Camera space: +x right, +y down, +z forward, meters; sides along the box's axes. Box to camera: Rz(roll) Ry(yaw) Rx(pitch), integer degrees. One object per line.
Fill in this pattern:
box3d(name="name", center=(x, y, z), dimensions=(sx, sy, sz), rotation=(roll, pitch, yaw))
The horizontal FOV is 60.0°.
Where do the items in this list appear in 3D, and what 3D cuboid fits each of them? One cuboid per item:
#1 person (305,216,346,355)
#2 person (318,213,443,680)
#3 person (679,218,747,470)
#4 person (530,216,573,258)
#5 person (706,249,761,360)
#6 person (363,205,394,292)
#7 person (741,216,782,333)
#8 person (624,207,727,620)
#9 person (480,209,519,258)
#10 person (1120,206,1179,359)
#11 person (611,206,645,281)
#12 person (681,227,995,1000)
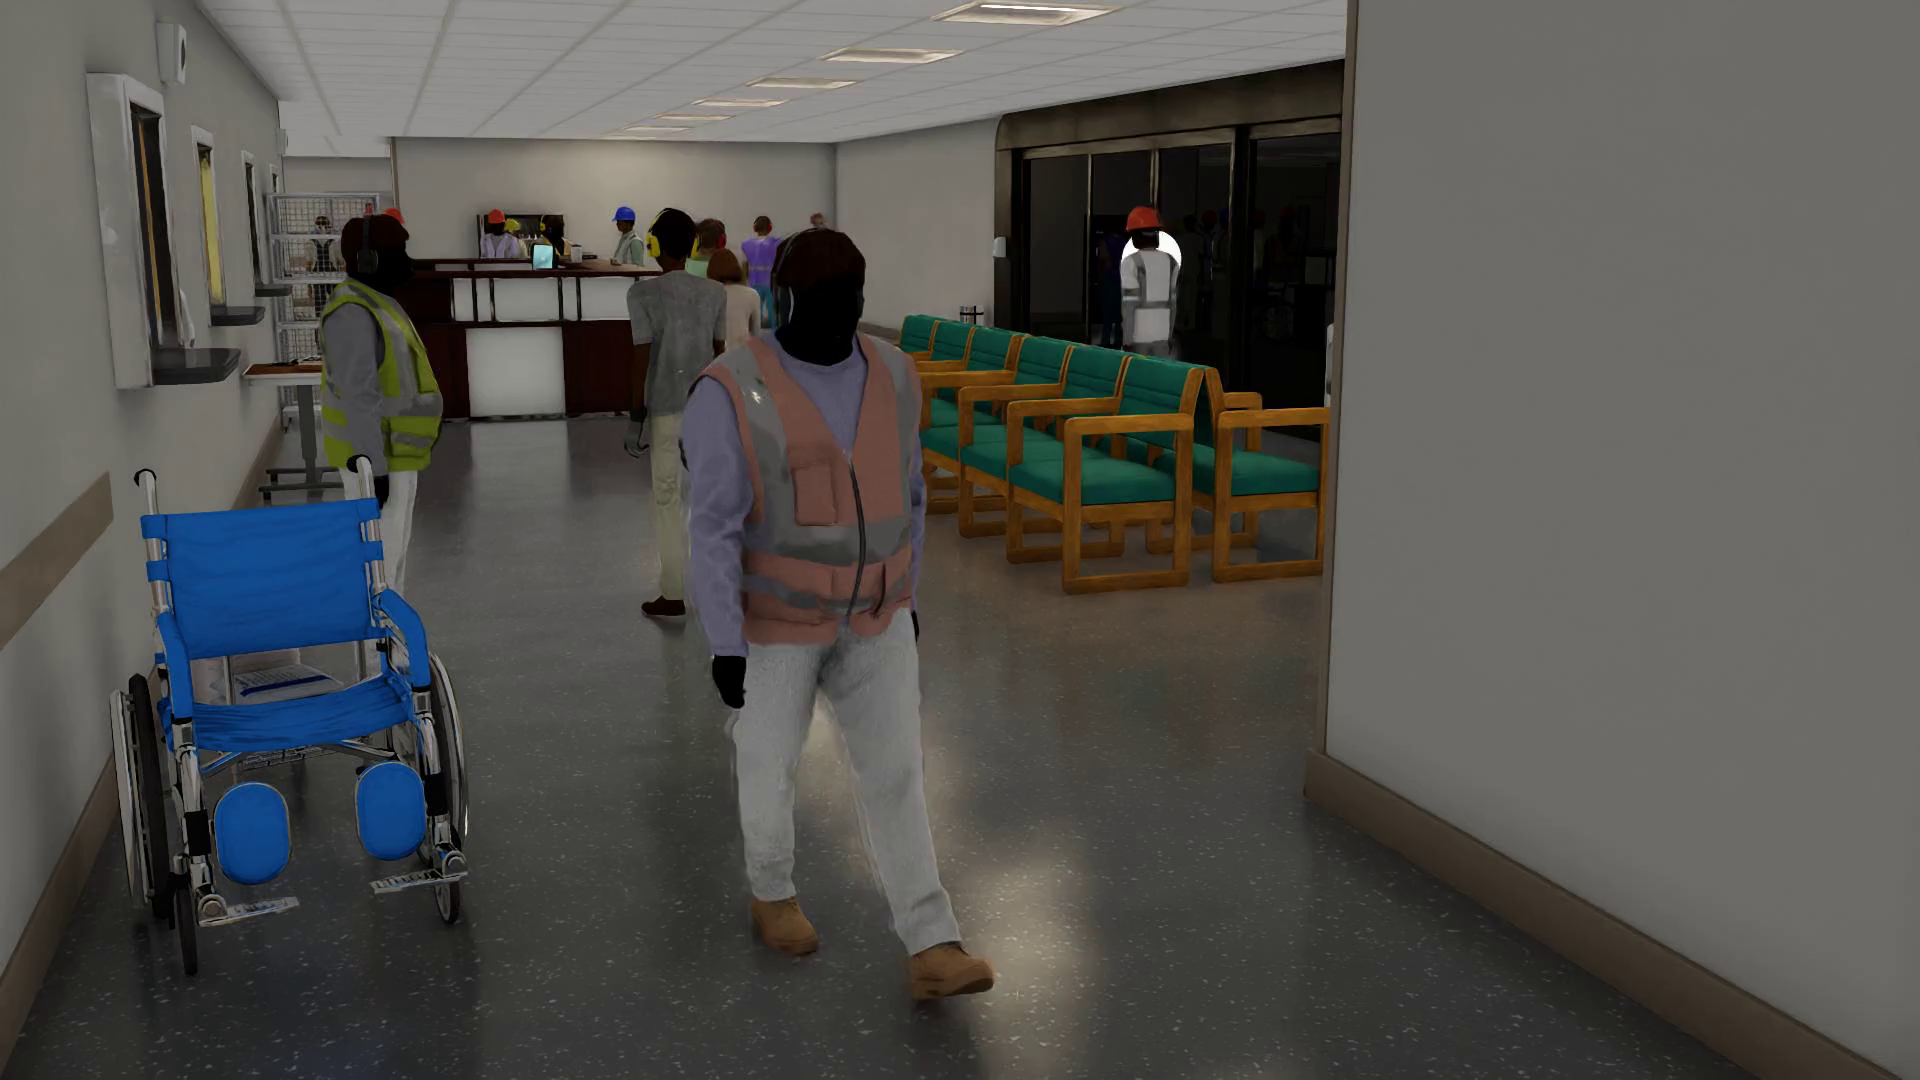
box3d(name="person", center=(-8.388, -3.367, 22.050), dimensions=(0.507, 1.838, 0.339), rotation=(-2, 11, -12))
box3d(name="person", center=(-2.181, -0.305, 6.325), dimensions=(0.429, 1.842, 0.628), rotation=(-2, 11, -10))
box3d(name="person", center=(-1.819, -1.405, 12.032), dimensions=(0.570, 1.824, 0.763), rotation=(2, 11, 11))
box3d(name="person", center=(-5.000, -3.083, 20.614), dimensions=(0.429, 1.835, 0.629), rotation=(9, 14, 40))
box3d(name="person", center=(-1.667, -1.261, 11.862), dimensions=(0.508, 1.593, 0.818), rotation=(-6, 12, -27))
box3d(name="person", center=(-8.166, -3.672, 23.244), dimensions=(0.608, 1.986, 0.401), rotation=(2, 11, 9))
box3d(name="person", center=(-2.508, -3.218, 21.282), dimensions=(0.562, 1.837, 0.390), rotation=(1, 11, 4))
box3d(name="person", center=(-1.291, -0.570, 7.610), dimensions=(0.538, 1.869, 0.312), rotation=(-8, 14, -36))
box3d(name="person", center=(-6.419, -3.636, 23.201), dimensions=(0.547, 1.929, 0.385), rotation=(1, 11, 6))
box3d(name="person", center=(1.478, -1.569, 12.646), dimensions=(0.551, 1.911, 0.730), rotation=(-8, 13, -34))
box3d(name="person", center=(-4.121, -3.166, 20.727), dimensions=(0.384, 1.948, 0.605), rotation=(-7, 13, -31))
box3d(name="person", center=(-0.292, 0.192, 3.874), dimensions=(0.659, 1.794, 0.939), rotation=(-6, 13, -29))
